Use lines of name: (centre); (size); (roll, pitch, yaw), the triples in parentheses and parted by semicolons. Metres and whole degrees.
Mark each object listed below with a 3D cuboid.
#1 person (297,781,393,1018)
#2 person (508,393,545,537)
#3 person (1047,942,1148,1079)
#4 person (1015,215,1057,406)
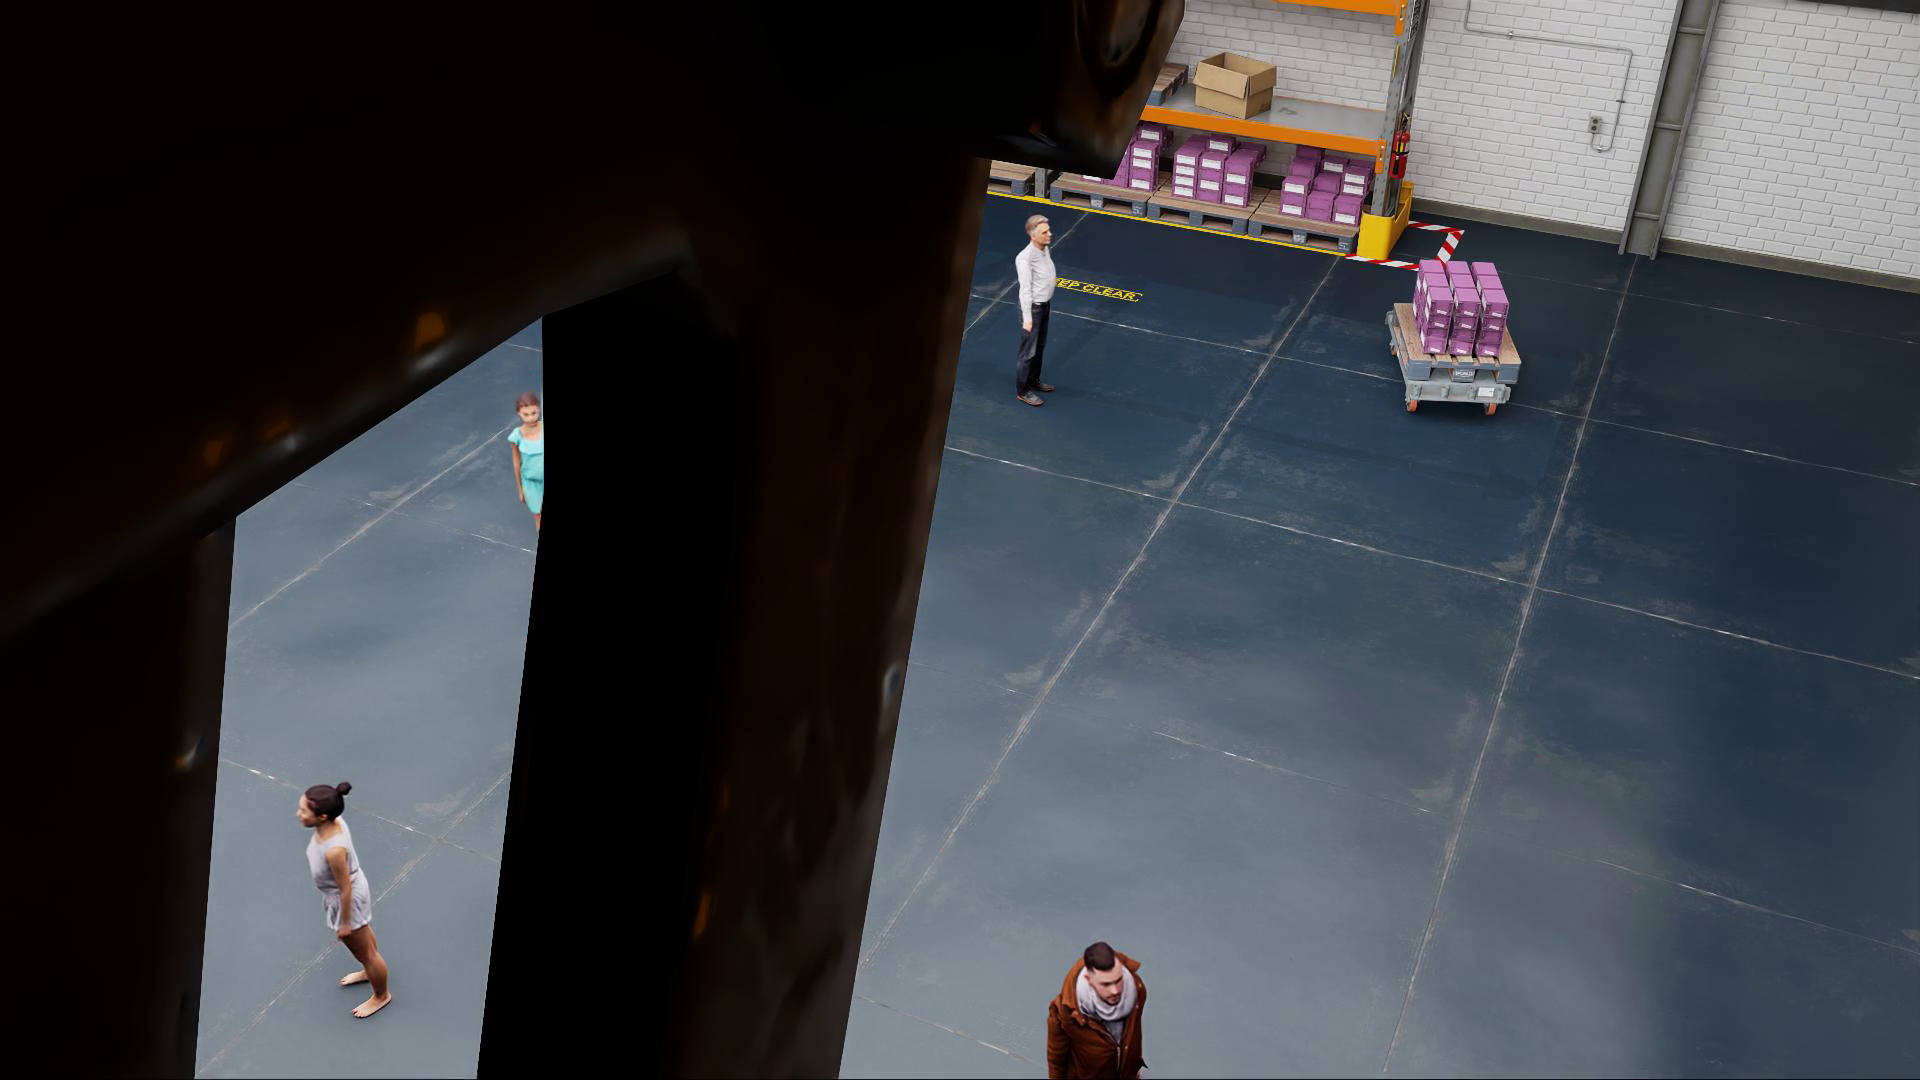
person: (-3.444, 1.991, 9.322); (0.729, 1.604, 0.652); (-17, 37, -24)
person: (-3.316, -0.494, 13.109); (0.764, 1.551, 0.826); (-12, 35, -17)
person: (0.656, 2.646, 8.125); (0.849, 1.839, 0.890); (-18, 38, -25)
person: (0.692, -2.153, 15.362); (0.538, 1.820, 0.645); (15, 36, 21)
